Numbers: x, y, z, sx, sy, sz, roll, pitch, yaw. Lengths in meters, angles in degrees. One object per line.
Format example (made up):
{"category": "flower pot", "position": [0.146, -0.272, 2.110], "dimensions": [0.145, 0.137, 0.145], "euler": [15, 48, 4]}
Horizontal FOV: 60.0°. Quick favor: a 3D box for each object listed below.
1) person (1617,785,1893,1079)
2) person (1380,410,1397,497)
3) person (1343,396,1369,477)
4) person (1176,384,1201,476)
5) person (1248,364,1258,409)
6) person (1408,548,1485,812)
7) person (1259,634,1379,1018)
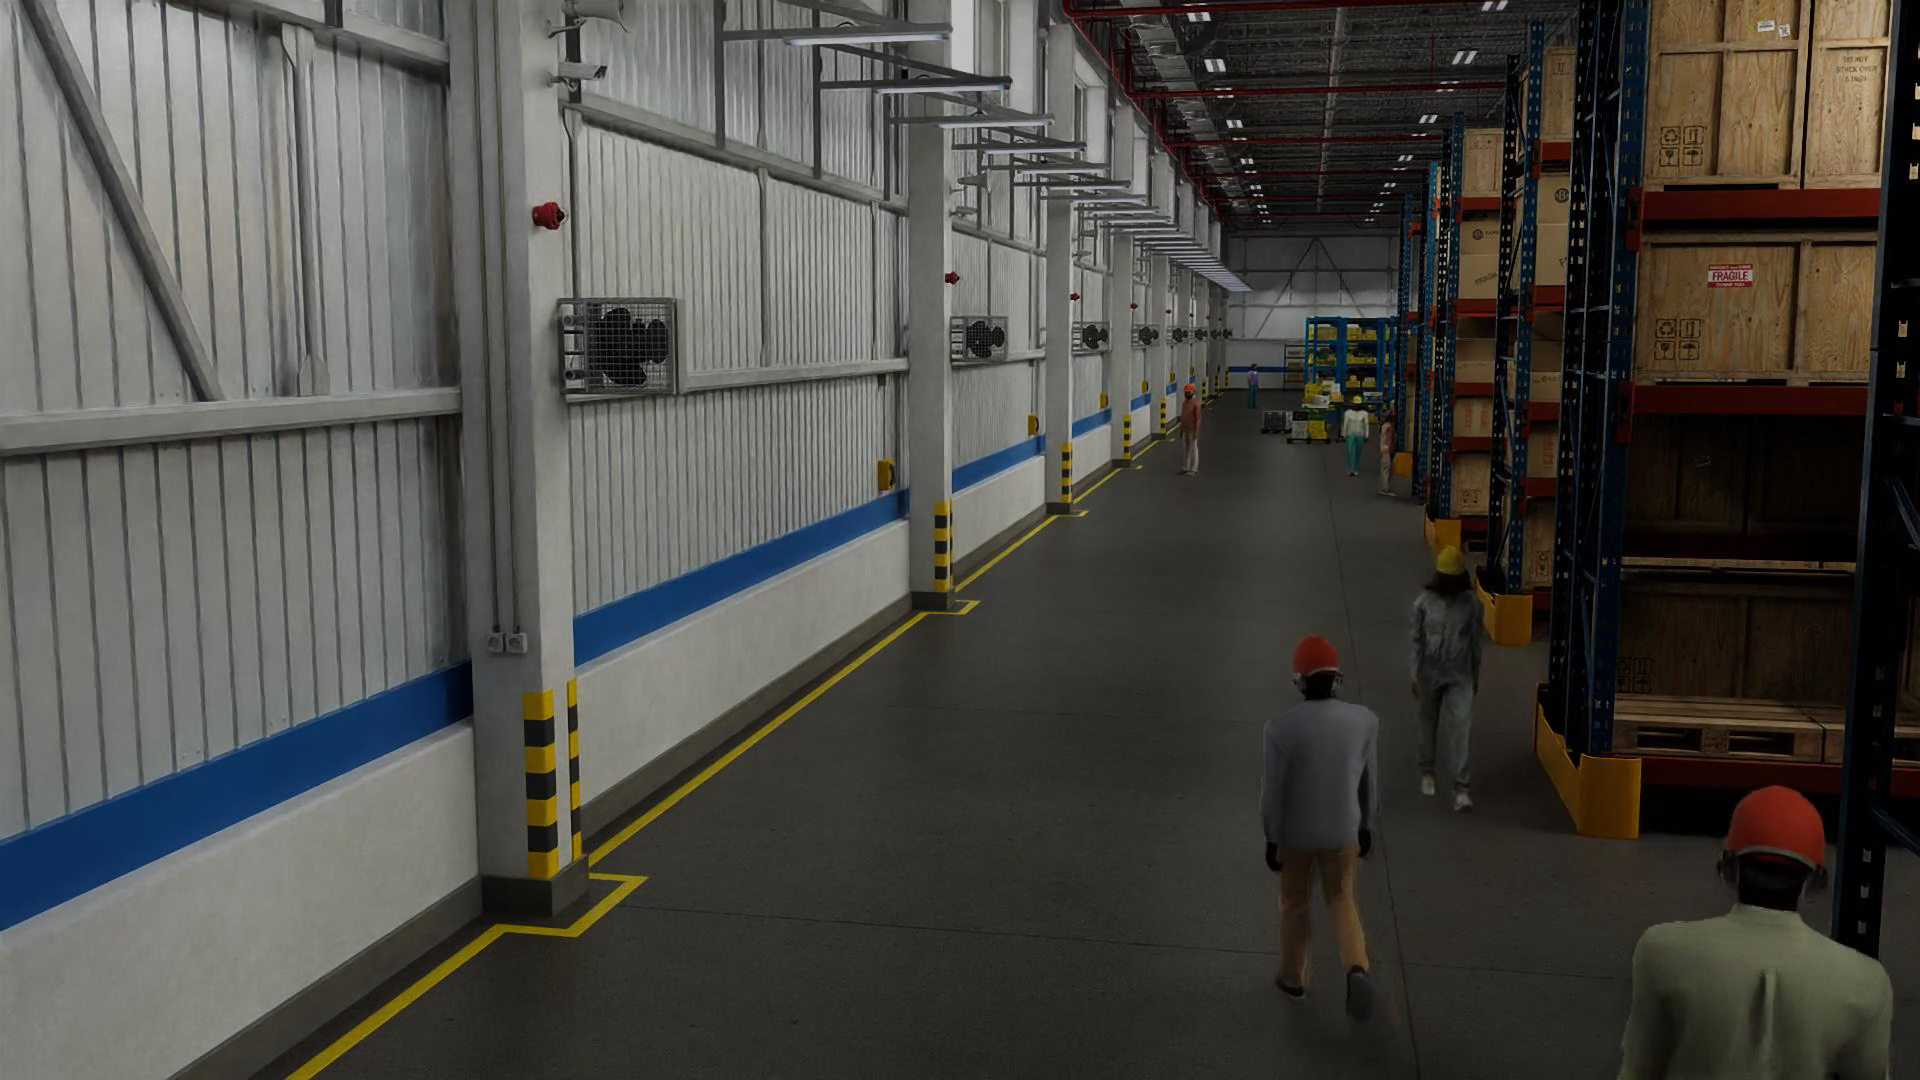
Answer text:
{"category": "person", "position": [1.973, 1.607, 4.139], "dimensions": [0.623, 1.970, 0.721], "euler": [2, 7, 16]}
{"category": "person", "position": [8.097, -1.642, 31.458], "dimensions": [0.307, 1.642, 0.514], "euler": [0, 7, 1]}
{"category": "person", "position": [8.529, -2.225, 35.796], "dimensions": [0.537, 1.716, 0.902], "euler": [1, 7, 9]}
{"category": "person", "position": [4.963, -2.381, 35.971], "dimensions": [0.375, 1.995, 0.609], "euler": [-4, 8, -30]}
{"category": "person", "position": [11.888, -6.240, 67.506], "dimensions": [0.573, 1.836, 0.382], "euler": [-7, 10, -43]}
{"category": "person", "position": [3.173, 0.905, 10.849], "dimensions": [0.496, 1.695, 0.918], "euler": [1, 7, 7]}
{"category": "person", "position": [1.634, 1.296, 7.541], "dimensions": [0.574, 1.736, 0.641], "euler": [-1, 7, -8]}
